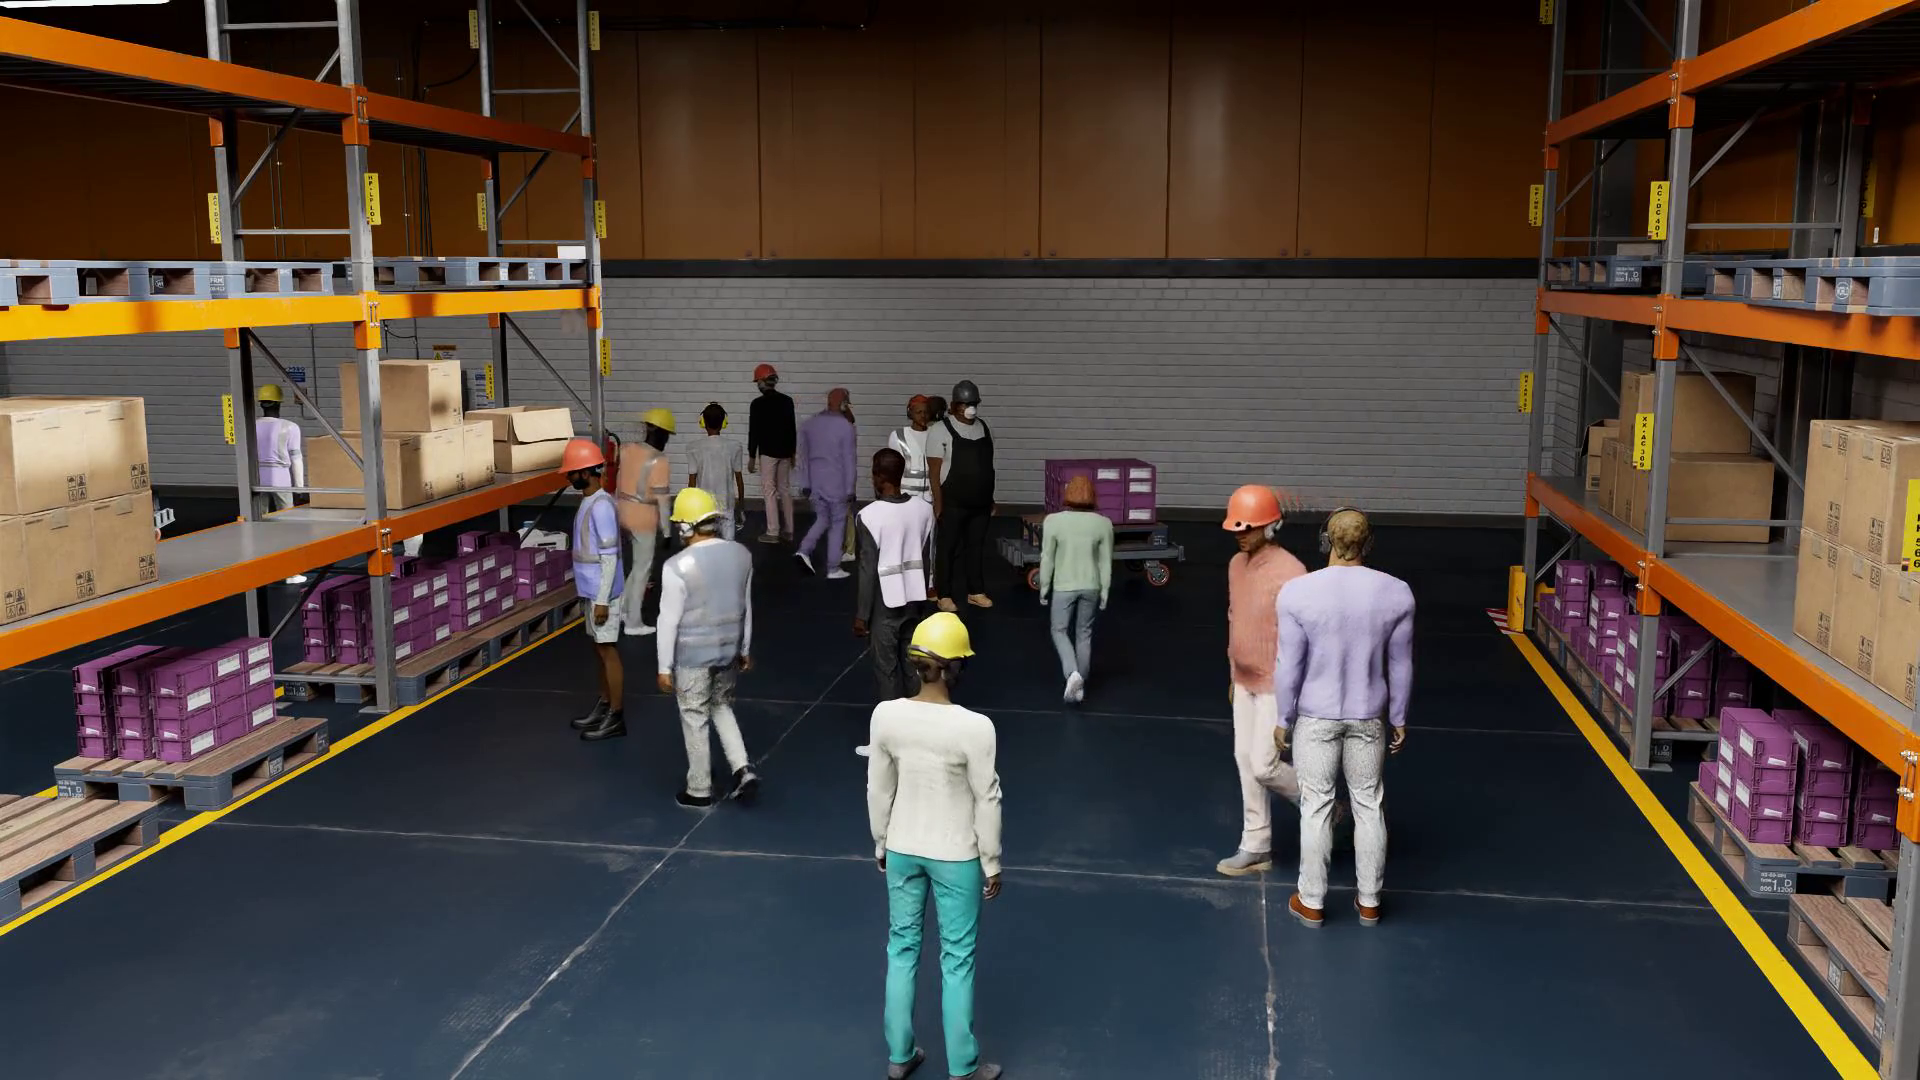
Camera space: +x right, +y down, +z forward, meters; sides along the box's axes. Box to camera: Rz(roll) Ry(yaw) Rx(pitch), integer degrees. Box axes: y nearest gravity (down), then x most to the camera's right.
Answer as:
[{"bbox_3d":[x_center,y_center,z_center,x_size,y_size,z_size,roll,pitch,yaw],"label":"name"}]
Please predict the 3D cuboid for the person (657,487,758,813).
[{"bbox_3d":[-1.400,0.614,9.122,0.419,1.818,0.620,8,12,41],"label":"person"}]

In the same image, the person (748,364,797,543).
[{"bbox_3d":[-2.094,-0.957,18.378,0.454,1.970,0.638,8,12,39],"label":"person"}]

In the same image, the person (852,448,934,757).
[{"bbox_3d":[-0.405,0.393,10.210,0.391,1.916,0.591,8,12,41],"label":"person"}]

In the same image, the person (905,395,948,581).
[{"bbox_3d":[-0.299,-0.459,15.774,0.654,1.815,0.474,2,9,14],"label":"person"}]

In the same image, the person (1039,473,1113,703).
[{"bbox_3d":[0.807,0.345,11.431,0.506,1.610,0.549,-1,9,-7],"label":"person"}]

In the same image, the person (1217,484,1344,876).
[{"bbox_3d":[1.542,0.693,8.187,0.615,1.965,0.654,-4,10,-23],"label":"person"}]

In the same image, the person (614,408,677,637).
[{"bbox_3d":[-2.550,-0.136,13.581,0.509,1.875,0.652,-8,12,-42],"label":"person"}]

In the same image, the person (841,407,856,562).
[{"bbox_3d":[-1.220,-0.593,17.160,0.279,1.633,0.505,-2,9,-12],"label":"person"}]

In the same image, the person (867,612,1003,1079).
[{"bbox_3d":[-0.080,1.137,6.087,0.533,1.765,0.329,5,10,27],"label":"person"}]

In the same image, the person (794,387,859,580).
[{"bbox_3d":[-1.285,-0.528,16.037,0.656,1.879,0.565,8,12,39],"label":"person"}]

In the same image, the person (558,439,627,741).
[{"bbox_3d":[-2.342,0.318,10.632,0.385,1.928,0.547,-4,10,-21],"label":"person"}]

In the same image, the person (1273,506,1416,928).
[{"bbox_3d":[1.737,0.808,7.576,0.635,1.937,0.353,0,9,-1],"label":"person"}]

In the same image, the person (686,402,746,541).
[{"bbox_3d":[-2.108,-0.257,14.357,0.513,1.872,0.328,-3,10,-17],"label":"person"}]

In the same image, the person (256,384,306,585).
[{"bbox_3d":[-6.529,-0.525,15.861,0.586,1.920,0.386,1,9,4],"label":"person"}]

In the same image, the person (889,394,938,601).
[{"bbox_3d":[-0.372,-0.370,15.018,0.576,1.882,0.362,-4,10,-24],"label":"person"}]

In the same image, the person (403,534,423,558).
[{"bbox_3d":[-5.462,-0.561,16.321,0.429,1.844,0.625,-4,10,-22],"label":"person"}]

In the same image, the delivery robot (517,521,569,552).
[{"bbox_3d":[-4.183,0.056,16.181,0.707,0.478,0.477,-5,10,-30],"label":"delivery robot"}]

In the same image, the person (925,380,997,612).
[{"bbox_3d":[0.065,-0.391,14.661,0.674,2.000,0.535,-6,11,-32],"label":"person"}]
